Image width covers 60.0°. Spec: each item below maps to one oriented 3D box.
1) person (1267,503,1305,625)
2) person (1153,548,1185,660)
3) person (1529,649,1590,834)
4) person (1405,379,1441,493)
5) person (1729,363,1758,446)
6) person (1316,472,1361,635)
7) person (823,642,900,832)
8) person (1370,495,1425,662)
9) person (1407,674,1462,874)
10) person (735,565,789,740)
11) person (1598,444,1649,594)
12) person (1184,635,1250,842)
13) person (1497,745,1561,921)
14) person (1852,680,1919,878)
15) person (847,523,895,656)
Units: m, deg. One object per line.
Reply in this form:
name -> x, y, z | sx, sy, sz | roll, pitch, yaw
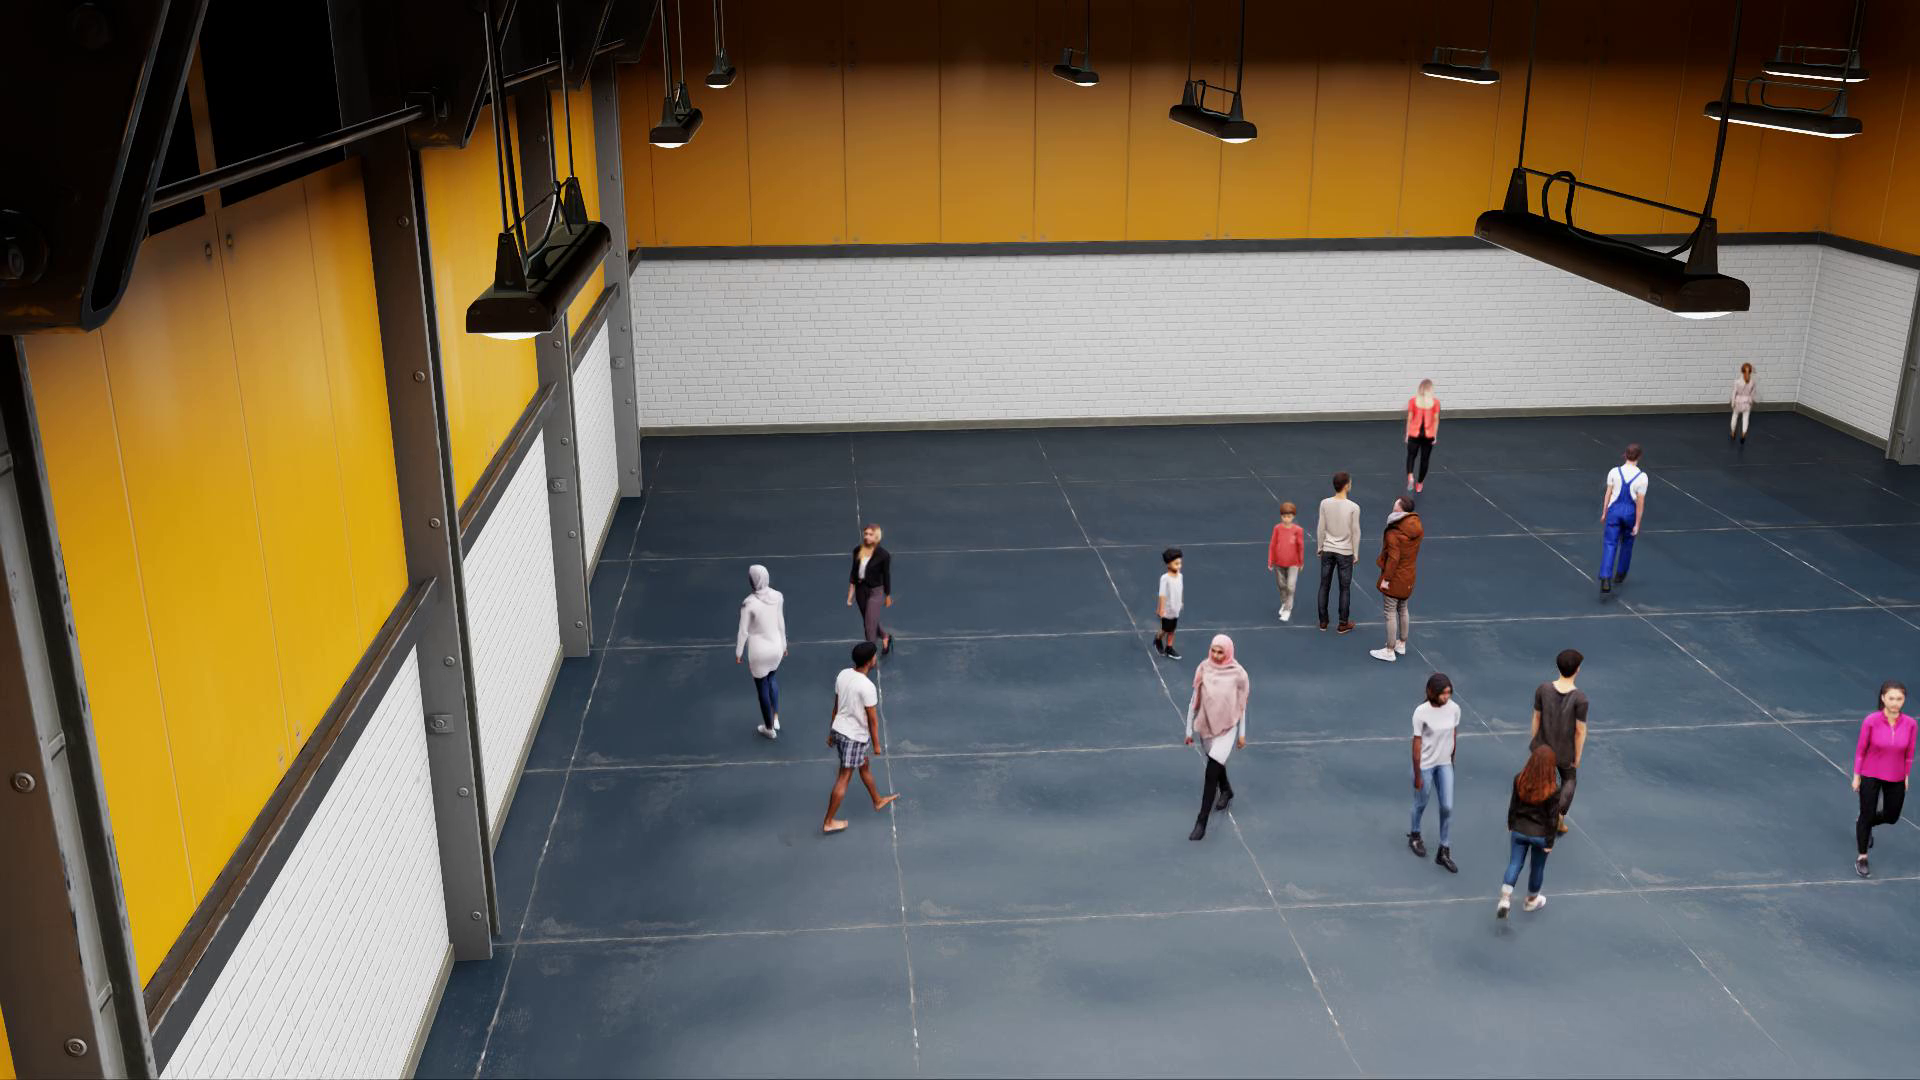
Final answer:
person -> 3.785, 0.240, 19.225 | 0.803, 1.387, 0.978 | 8, 20, 23
person -> 2.253, 0.678, 18.129 | 0.629, 1.255, 0.689 | -14, 23, -36
person -> 5.066, 1.766, 14.197 | 0.722, 1.703, 0.767 | 13, 23, 34
person -> 6.605, -1.460, 23.816 | 0.794, 1.677, 0.976 | 6, 20, 17
person -> 12.497, -2.163, 26.516 | 0.764, 1.287, 1.003 | 6, 20, 18
person -> 4.261, 0.136, 18.781 | 0.742, 1.866, 0.774 | 12, 22, 31
person -> -0.998, 1.736, 14.333 | 0.991, 1.674, 1.079 | -12, 22, -31
person -> 4.757, 0.401, 18.037 | 0.853, 1.839, 0.904 | -18, 25, -42
person -> 3.900, 1.870, 13.901 | 0.688, 1.695, 0.889 | -4, 19, -12
person -> -1.850, 1.103, 16.060 | 0.729, 1.770, 0.729 | -12, 22, -33
person -> 7.901, -0.221, 19.932 | 1.102, 1.808, 1.347 | 9, 21, 25
person -> 2.259, 1.655, 14.449 | 1.099, 1.753, 1.283 | 10, 21, 28
person -> 4.429, 2.299, 12.983 | 0.870, 1.468, 0.944 | 14, 23, 36
person -> 7.589, 1.930, 13.739 | 0.731, 1.685, 0.893 | 4, 19, 13
person -> -0.917, 0.603, 17.762 | 0.977, 1.632, 1.119 | 11, 21, 29
